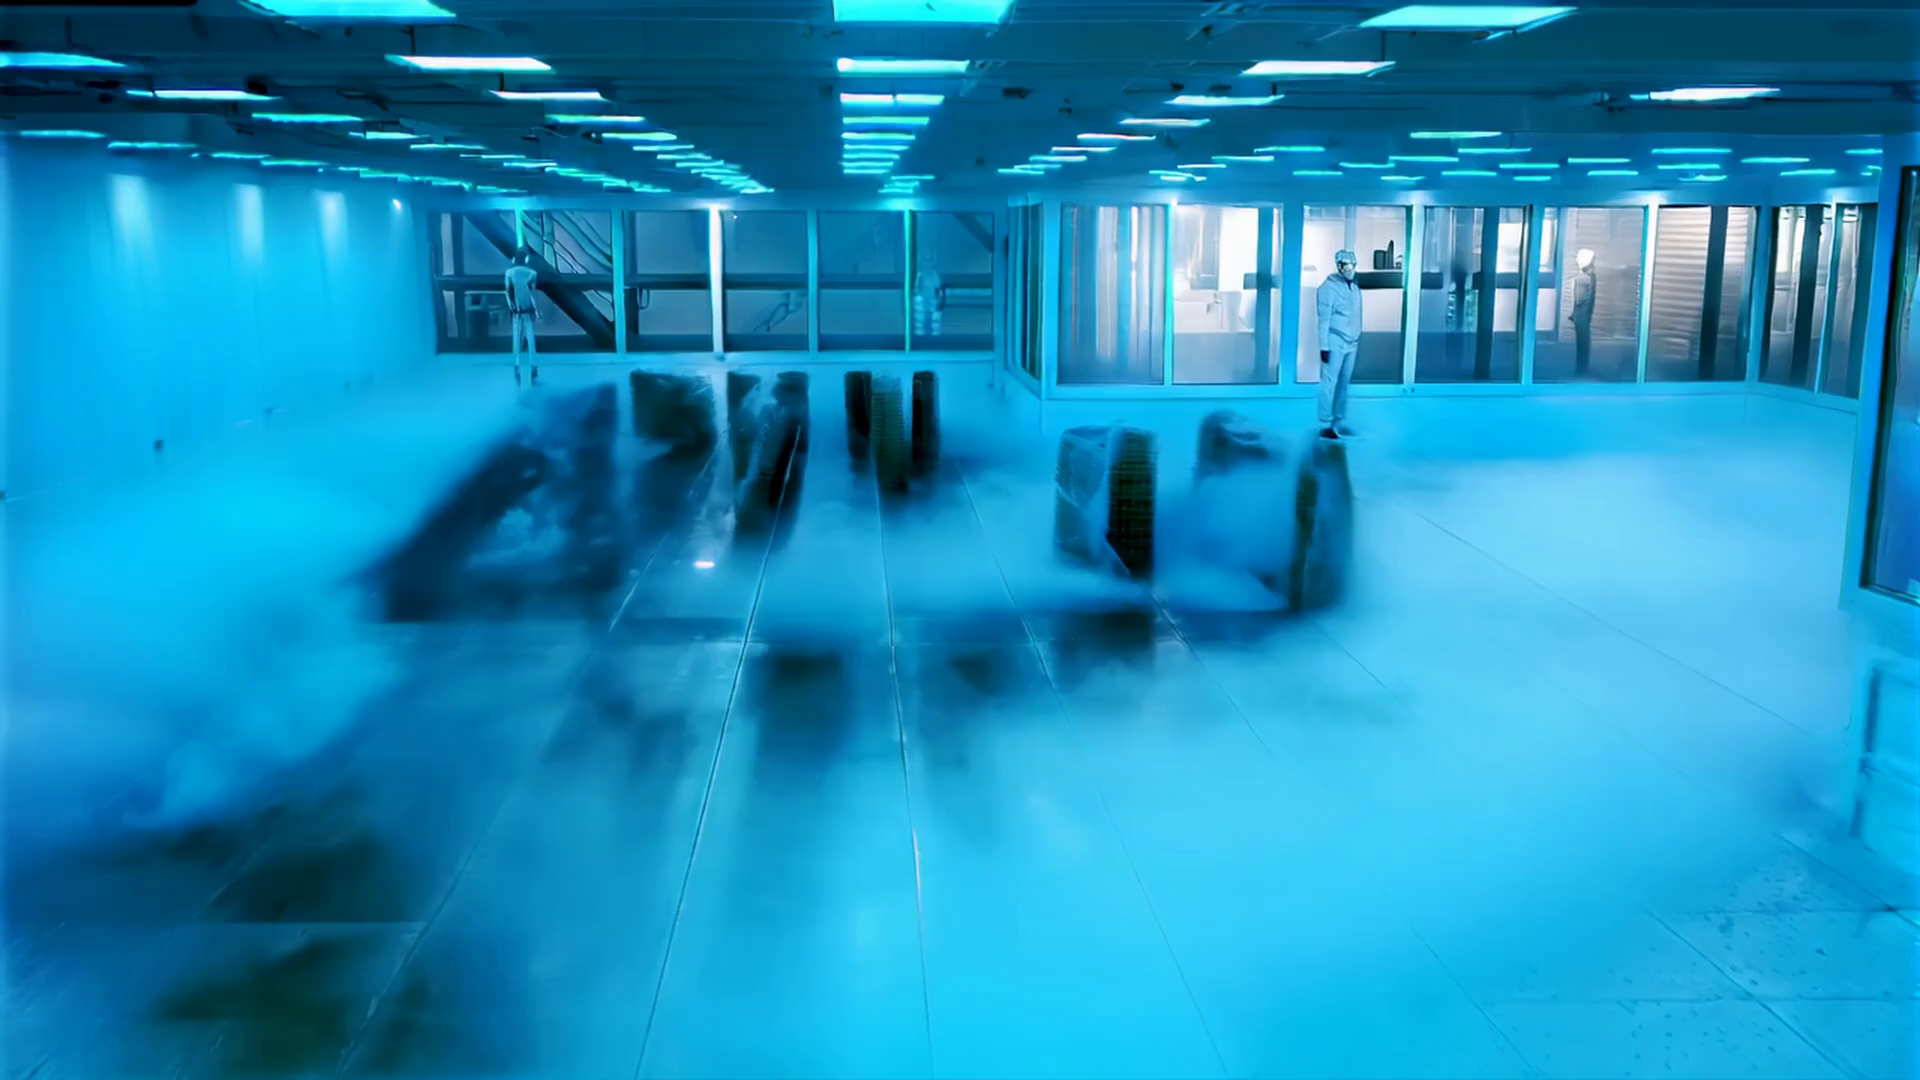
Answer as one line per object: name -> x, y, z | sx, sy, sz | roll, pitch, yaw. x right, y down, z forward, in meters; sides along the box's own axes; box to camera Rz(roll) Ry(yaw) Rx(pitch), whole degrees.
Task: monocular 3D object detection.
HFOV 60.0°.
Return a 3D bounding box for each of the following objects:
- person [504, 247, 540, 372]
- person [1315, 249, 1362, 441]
person -> -6.543, -3.432, 24.847 | 0.504, 1.861, 0.330 | -1, 11, -6
person -> 3.835, -1.956, 16.733 | 0.409, 1.909, 0.640 | 9, 14, 42
